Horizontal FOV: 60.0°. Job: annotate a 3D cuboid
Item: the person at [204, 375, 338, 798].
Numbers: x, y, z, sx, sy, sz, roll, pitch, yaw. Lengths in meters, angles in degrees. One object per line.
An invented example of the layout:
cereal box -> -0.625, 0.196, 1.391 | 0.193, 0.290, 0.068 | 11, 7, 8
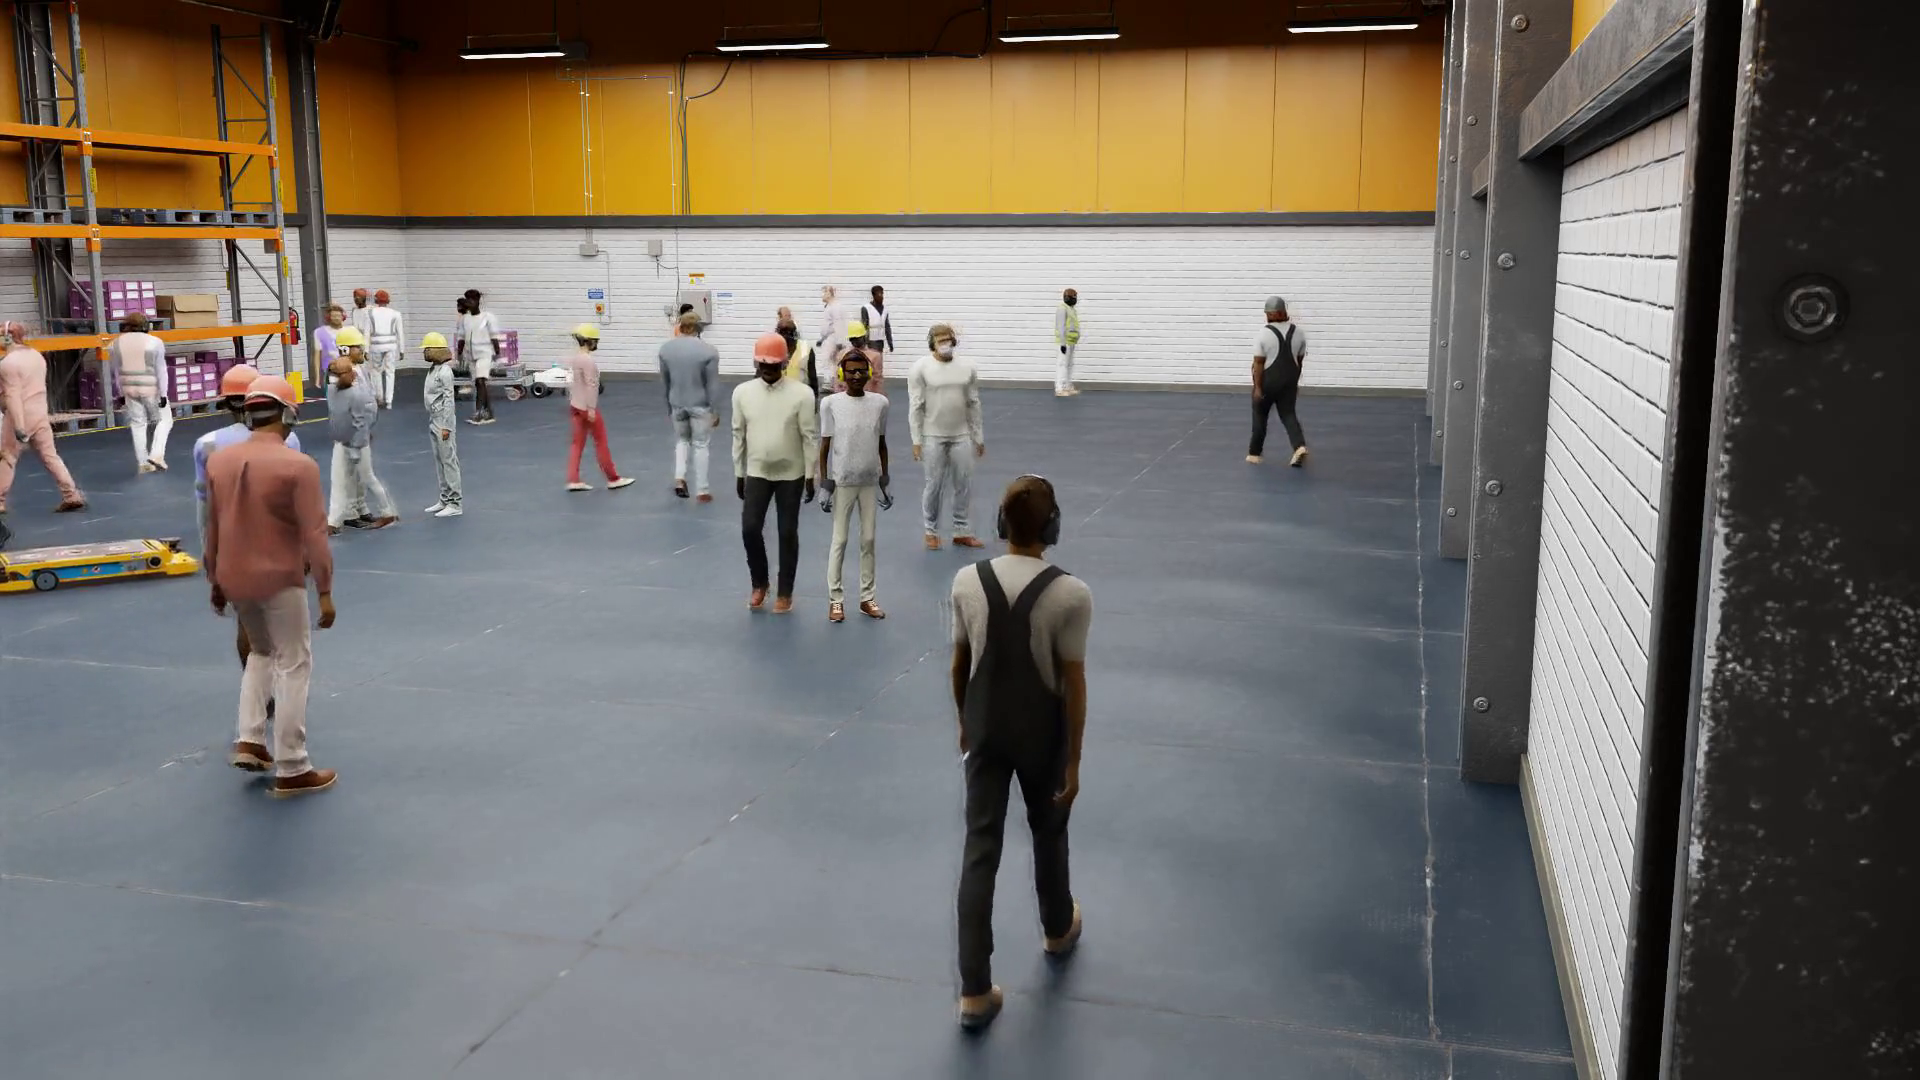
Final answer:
person -> -3.240, 0.209, 7.833 | 0.712, 1.942, 0.565 | 3, 11, 18

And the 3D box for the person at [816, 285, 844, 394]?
person -> -2.295, -3.452, 28.769 | 0.774, 1.875, 0.655 | -2, 10, -10

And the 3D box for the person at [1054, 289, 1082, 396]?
person -> 1.856, -3.382, 28.526 | 0.432, 1.826, 0.671 | 4, 11, 22

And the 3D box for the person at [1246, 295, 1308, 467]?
person -> 3.705, -1.869, 19.335 | 0.685, 2.000, 0.960 | -3, 11, -18

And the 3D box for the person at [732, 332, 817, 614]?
person -> -1.286, -0.453, 11.523 | 0.618, 1.965, 0.443 | 1, 10, 4

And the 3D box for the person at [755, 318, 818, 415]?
person -> -1.848, -1.461, 17.718 | 0.659, 1.786, 0.968 | 0, 10, -3

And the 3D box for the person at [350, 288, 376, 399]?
person -> -9.817, -3.193, 27.338 | 0.581, 1.868, 0.575 | 4, 11, 20

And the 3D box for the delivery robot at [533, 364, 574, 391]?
delivery robot -> -6.853, -2.738, 28.195 | 0.707, 0.478, 0.477 | 0, 10, 1

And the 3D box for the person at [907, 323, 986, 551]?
person -> -0.112, -0.853, 13.977 | 0.719, 1.916, 0.387 | -5, 11, -26

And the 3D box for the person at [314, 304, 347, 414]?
person -> -8.146, -2.185, 21.796 | 0.576, 1.817, 0.918 | -3, 11, -19

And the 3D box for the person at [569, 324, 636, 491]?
person -> -3.798, -1.381, 17.386 | 0.713, 1.738, 0.552 | -7, 12, -34

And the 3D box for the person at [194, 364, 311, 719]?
person -> -3.851, -0.005, 9.124 | 0.587, 1.911, 0.713 | -2, 10, -13

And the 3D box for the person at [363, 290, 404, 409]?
person -> -9.159, -3.033, 26.440 | 0.616, 1.851, 0.868 | -4, 11, -20

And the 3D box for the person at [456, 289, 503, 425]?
person -> -6.958, -2.601, 23.760 | 0.643, 1.933, 0.884 | 4, 11, 22

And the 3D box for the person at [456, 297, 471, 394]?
person -> -8.513, -3.383, 28.938 | 0.574, 1.680, 0.538 | -7, 12, -33

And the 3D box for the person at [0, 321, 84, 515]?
person -> -8.911, -1.156, 15.837 | 0.977, 1.864, 0.641 | 1, 10, 3

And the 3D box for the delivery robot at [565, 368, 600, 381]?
delivery robot -> -6.571, -2.824, 28.682 | 0.707, 0.478, 0.477 | 6, 11, 29

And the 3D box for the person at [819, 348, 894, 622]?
person -> -0.709, -0.376, 11.369 | 0.533, 1.868, 0.310 | -4, 11, -21

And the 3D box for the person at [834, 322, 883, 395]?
person -> -1.145, -1.563, 18.544 | 0.523, 1.714, 0.915 | 2, 10, 12

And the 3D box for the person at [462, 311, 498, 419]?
person -> -7.031, -2.564, 24.499 | 0.500, 1.608, 0.666 | -9, 13, -41

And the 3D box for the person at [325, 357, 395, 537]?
person -> -5.396, -0.838, 14.771 | 0.503, 1.587, 0.802 | 5, 11, 27

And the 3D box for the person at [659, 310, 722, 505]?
person -> -2.670, -1.316, 16.560 | 0.643, 1.916, 0.486 | 2, 10, 12

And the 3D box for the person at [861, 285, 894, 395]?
person -> -1.343, -3.312, 27.887 | 0.619, 1.897, 0.628 | 8, 13, 37

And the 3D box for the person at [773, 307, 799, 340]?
person -> -2.770, -2.918, 26.568 | 0.517, 1.584, 0.925 | -8, 13, -37

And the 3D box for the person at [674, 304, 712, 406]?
person -> -4.382, -2.946, 26.542 | 0.884, 1.651, 0.541 | 2, 10, 13

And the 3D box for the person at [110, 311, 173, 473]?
person -> -9.203, -1.659, 18.755 | 0.631, 1.831, 0.445 | 0, 10, 0

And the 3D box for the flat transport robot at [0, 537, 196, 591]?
flat transport robot -> -6.700, 0.178, 12.753 | 1.431, 0.197, 0.652 | -7, 12, -35

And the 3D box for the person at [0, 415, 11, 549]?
person -> -8.163, -0.806, 13.661 | 0.555, 1.921, 0.419 | 4, 11, 20

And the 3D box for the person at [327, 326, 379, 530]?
person -> -5.485, -1.016, 15.086 | 0.404, 1.836, 0.590 | 0, 10, 1

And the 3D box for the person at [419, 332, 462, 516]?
person -> -4.951, -1.097, 15.806 | 0.296, 1.743, 0.493 | -7, 12, -33

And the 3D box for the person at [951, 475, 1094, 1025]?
person -> 0.201, 0.672, 5.651 | 0.533, 1.800, 0.961 | 3, 11, 18
